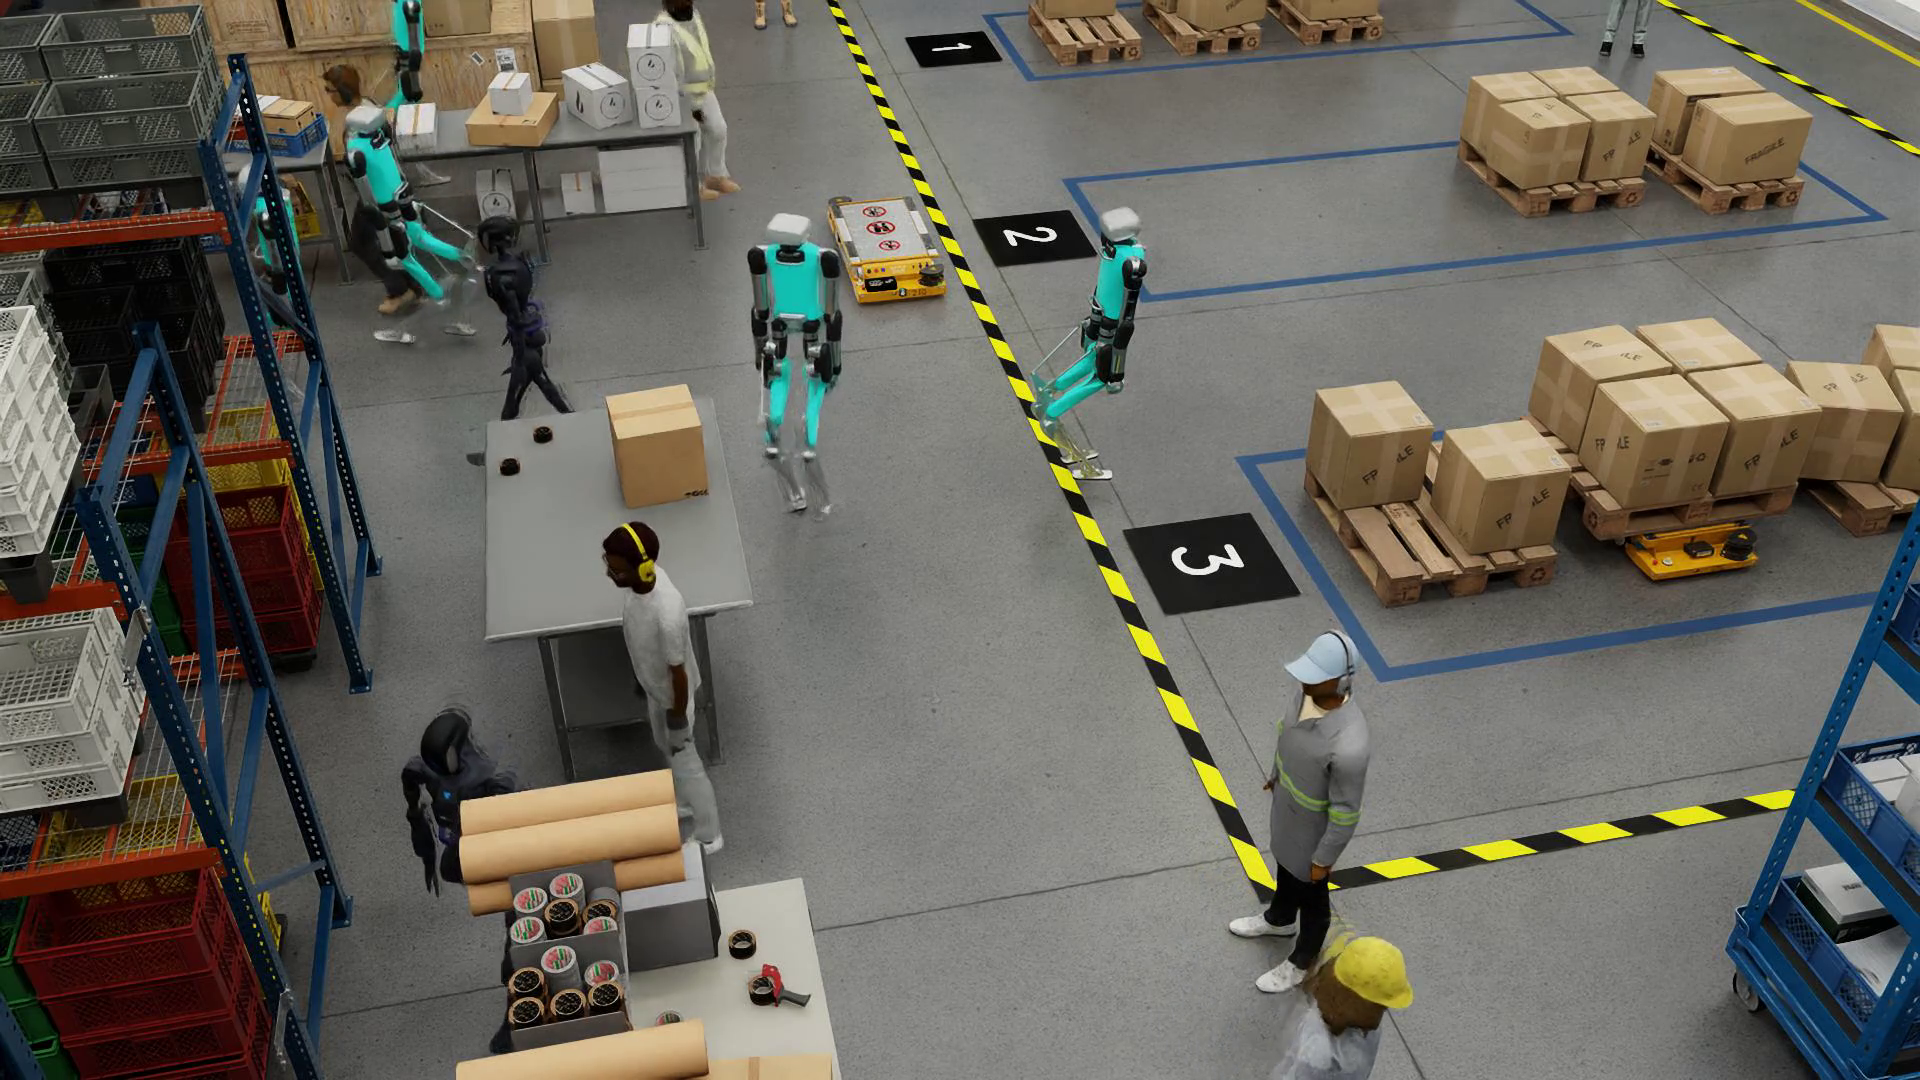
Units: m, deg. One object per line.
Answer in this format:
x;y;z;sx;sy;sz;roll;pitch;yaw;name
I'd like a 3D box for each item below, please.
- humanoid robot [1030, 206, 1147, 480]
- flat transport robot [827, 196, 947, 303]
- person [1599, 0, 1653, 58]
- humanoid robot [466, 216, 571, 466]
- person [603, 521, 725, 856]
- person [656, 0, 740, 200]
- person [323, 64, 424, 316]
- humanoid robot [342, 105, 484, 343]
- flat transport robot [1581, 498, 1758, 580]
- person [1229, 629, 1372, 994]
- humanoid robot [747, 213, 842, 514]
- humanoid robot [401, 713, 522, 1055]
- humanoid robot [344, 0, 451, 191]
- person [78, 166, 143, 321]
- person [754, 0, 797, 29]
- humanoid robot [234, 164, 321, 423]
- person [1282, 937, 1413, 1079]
0.681;-1.110;9.699;0.735;1.681;0.533;-7;37;-10;humanoid robot
-0.570;-2.220;12.538;0.659;0.231;1.431;-8;37;-10;flat transport robot
6.414;-5.448;15.562;0.589;1.837;0.404;7;37;10;person
-2.686;-1.204;10.030;0.810;1.617;0.615;-10;38;-14;humanoid robot
-1.304;0.675;7.319;0.338;1.859;0.500;-19;41;-24;person
-2.049;-3.443;12.899;0.553;1.805;0.669;12;38;16;person
-4.051;-2.393;11.468;0.450;1.830;0.505;-1;37;-1;person
-3.587;-2.027;11.036;0.977;1.730;0.560;4;37;6;humanoid robot
4.062;-0.294;9.926;0.652;0.197;1.431;-8;37;-10;flat transport robot
1.390;1.095;6.754;0.364;1.852;0.596;-7;37;-9;person
-0.973;-0.914;9.575;0.536;1.795;0.808;5;37;6;humanoid robot
-1.908;1.281;6.701;0.589;1.611;0.837;6;37;8;humanoid robot
-4.594;-3.560;13.136;0.937;1.793;0.557;-15;39;-19;humanoid robot
-5.749;-2.261;11.249;0.330;1.874;0.505;-8;37;-10;person
-1.843;-6.013;16.149;0.605;2.046;0.366;-8;37;-10;person
-4.397;-1.467;10.346;0.820;1.799;0.557;-8;37;-11;humanoid robot
1.298;1.981;5.693;0.919;1.687;0.506;28;45;32;person
